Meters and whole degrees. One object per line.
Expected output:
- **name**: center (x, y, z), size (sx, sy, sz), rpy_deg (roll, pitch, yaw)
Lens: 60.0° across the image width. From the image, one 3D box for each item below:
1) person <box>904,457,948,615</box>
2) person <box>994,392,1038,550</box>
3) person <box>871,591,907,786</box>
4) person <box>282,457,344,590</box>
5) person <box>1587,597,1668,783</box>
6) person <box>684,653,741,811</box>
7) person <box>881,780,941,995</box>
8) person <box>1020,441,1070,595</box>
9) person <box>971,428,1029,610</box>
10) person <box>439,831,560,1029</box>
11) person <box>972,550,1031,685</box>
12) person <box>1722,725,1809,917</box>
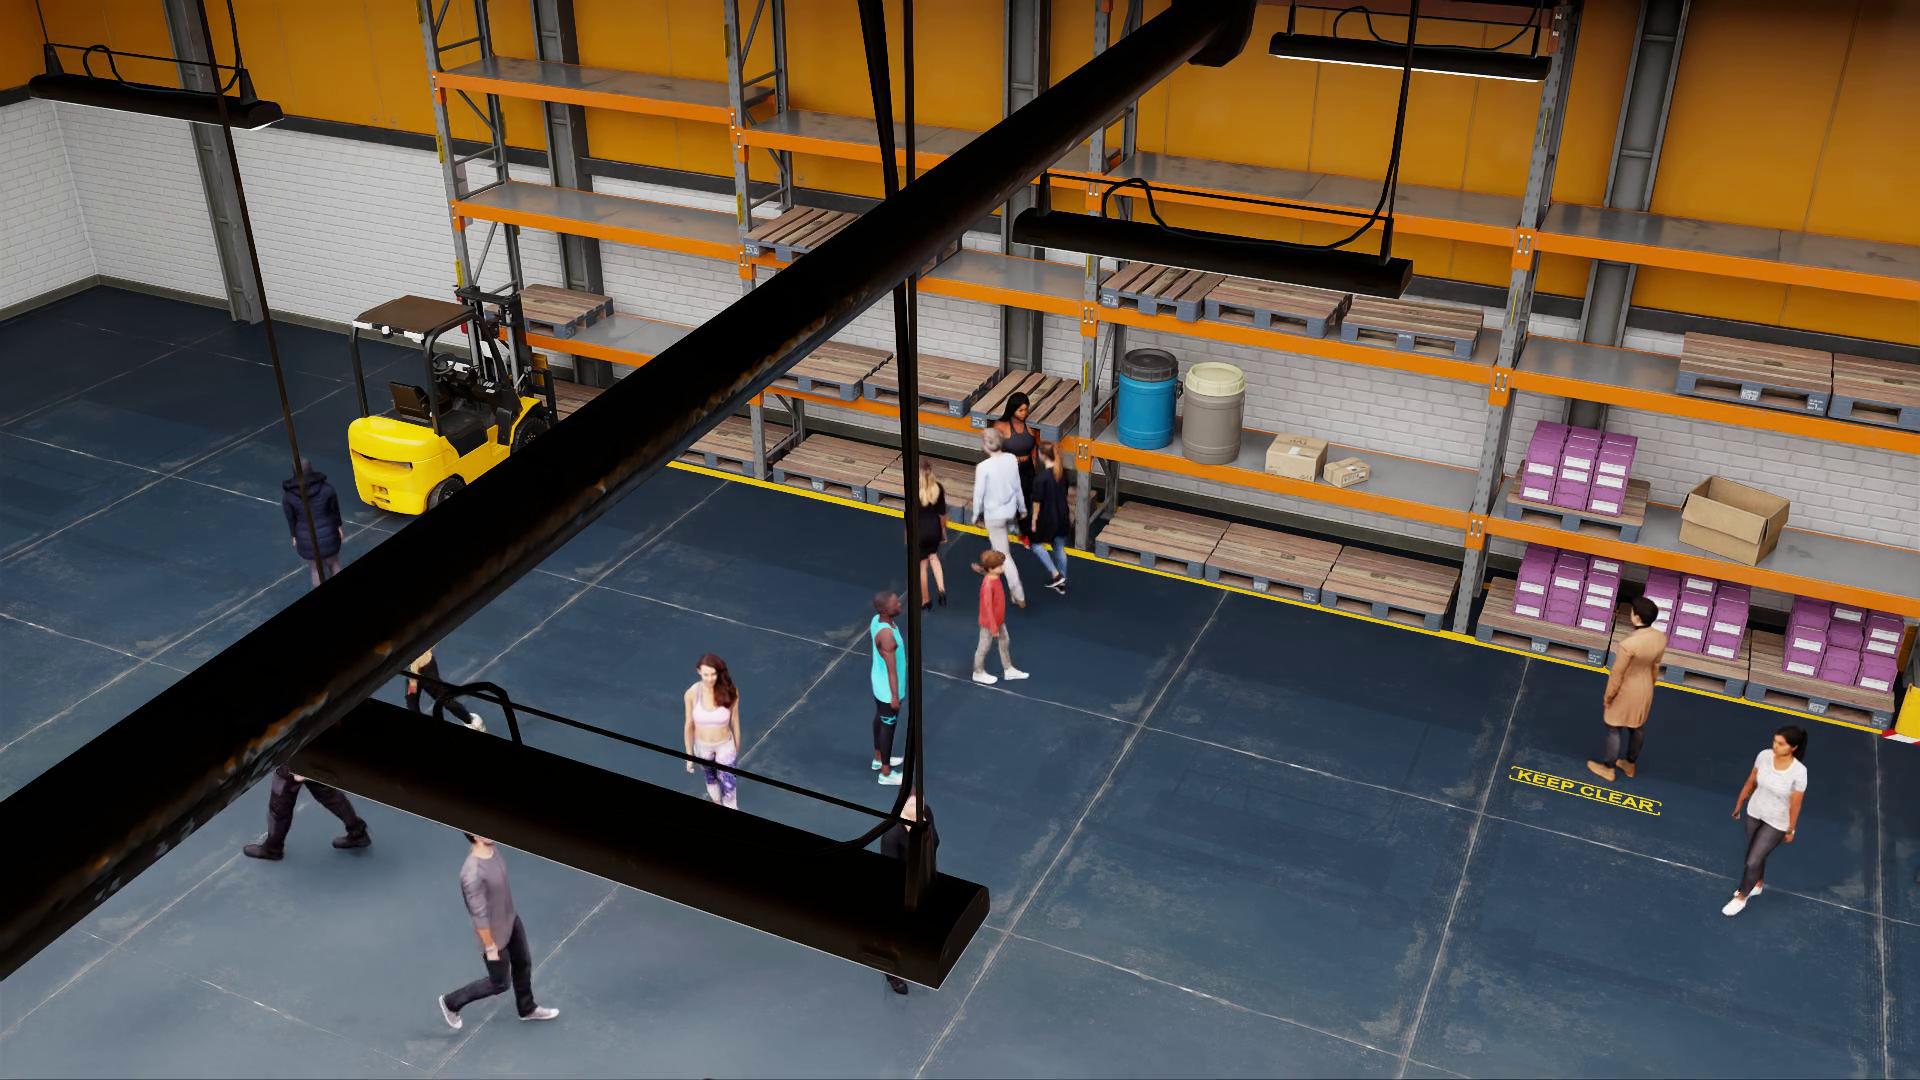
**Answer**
- **person**: center (-0.296, 0.007, 16.304), size (0.712, 1.664, 0.771), rpy_deg (-16, 33, -27)
- **person**: center (0.572, -0.735, 17.508), size (0.768, 1.815, 0.826), rpy_deg (-10, 30, -18)
- **person**: center (-0.615, 1.214, 13.939), size (0.718, 1.811, 0.684), rpy_deg (-7, 29, -12)
- **person**: center (-6.358, -0.067, 16.430), size (0.802, 1.675, 0.848), rpy_deg (-14, 31, -23)
- **person**: center (5.639, 1.259, 13.950), size (0.765, 1.722, 0.822), rpy_deg (-11, 30, -19)
- **person**: center (-1.961, 1.636, 13.261), size (1.154, 1.720, 1.012), rpy_deg (-1, 29, -2)
- **person**: center (-0.378, 2.421, 11.783), size (0.682, 1.757, 0.706), rpy_deg (19, 34, 31)
- **person**: center (0.952, -0.183, 16.637), size (0.789, 1.679, 0.827), rpy_deg (-19, 34, -31)
- **person**: center (0.444, -0.178, 16.466), size (1.117, 1.834, 1.355), rpy_deg (-18, 33, -29)
- **person**: center (-3.248, 2.631, 11.321), size (1.102, 1.830, 0.910), rpy_deg (1, 29, 1)
- **person**: center (0.223, 0.710, 15.288), size (0.775, 1.404, 0.593), rpy_deg (8, 30, 15)
- **person**: center (6.160, 2.075, 12.549), size (0.866, 1.630, 0.813), rpy_deg (-12, 31, -20)
